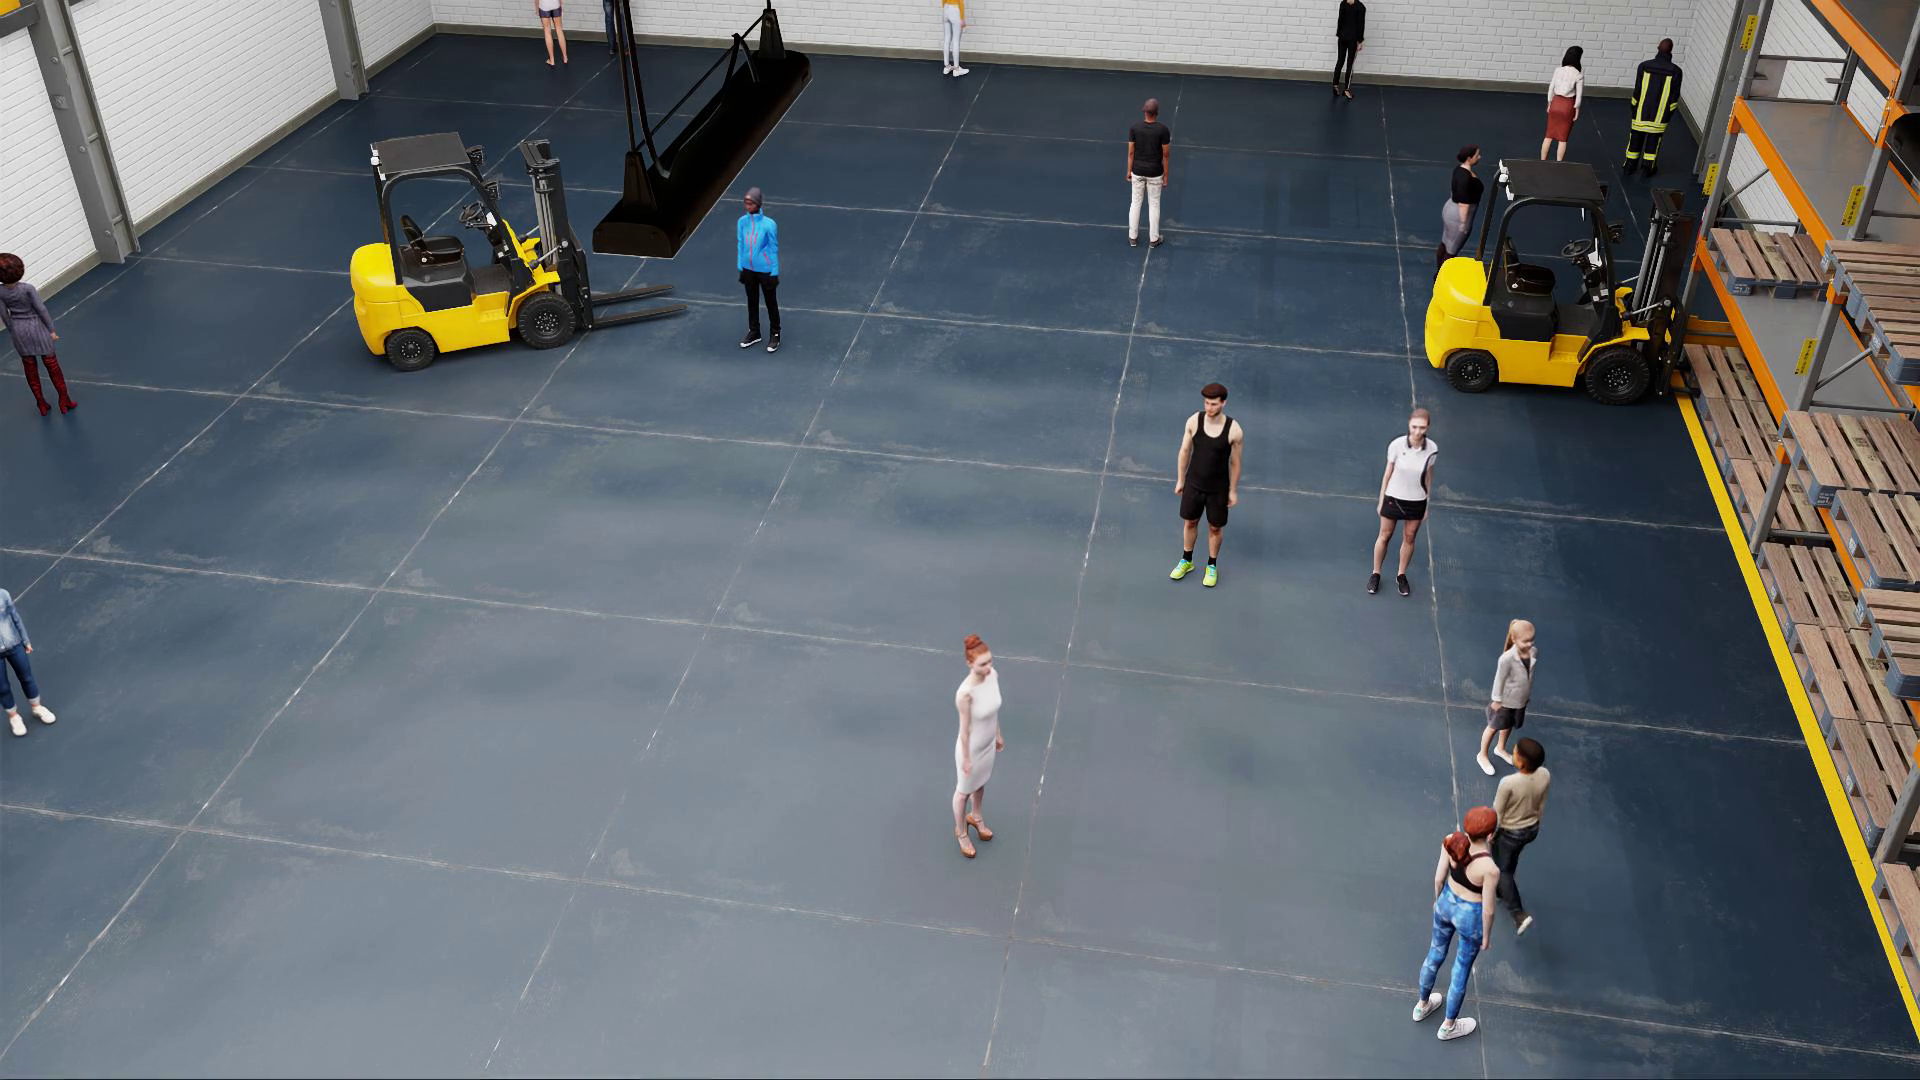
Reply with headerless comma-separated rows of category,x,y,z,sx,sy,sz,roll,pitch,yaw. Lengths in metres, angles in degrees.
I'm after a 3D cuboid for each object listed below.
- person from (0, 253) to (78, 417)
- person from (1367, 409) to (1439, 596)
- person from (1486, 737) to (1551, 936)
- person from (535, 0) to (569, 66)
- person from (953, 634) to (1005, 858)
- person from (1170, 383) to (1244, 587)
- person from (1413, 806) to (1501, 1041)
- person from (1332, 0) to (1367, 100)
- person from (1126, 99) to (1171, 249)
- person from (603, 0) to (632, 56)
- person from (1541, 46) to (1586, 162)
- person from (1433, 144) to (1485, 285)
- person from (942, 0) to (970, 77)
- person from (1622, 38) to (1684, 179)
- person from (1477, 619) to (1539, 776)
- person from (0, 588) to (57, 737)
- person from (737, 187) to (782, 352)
person,-9.220,-2.039,16.501,0.637,1.711,0.607,-4,34,-6
person,3.717,-0.323,13.884,0.573,1.750,0.529,4,34,6
person,3.634,1.924,10.779,0.822,1.444,0.978,-10,35,-15
person,-6.392,-8.290,25.888,0.691,1.729,0.735,-18,38,-25
person,0.107,1.395,11.263,0.701,1.791,0.570,23,40,30
person,2.089,-0.482,13.996,0.735,1.890,0.636,13,36,18
person,2.991,2.274,9.945,0.748,1.785,0.689,-22,40,-30
person,5.731,-7.370,24.525,0.705,1.706,0.726,29,43,36
person,2.245,-4.406,19.978,0.683,1.804,0.594,9,35,13
person,-5.493,-8.630,26.285,0.683,1.856,0.592,9,35,13
person,7.914,-5.618,21.850,0.679,1.750,0.692,27,42,35
person,5.633,-3.643,18.869,0.734,1.760,0.569,3,34,4
person,-0.121,-8.007,25.443,0.731,1.751,0.690,-27,42,-35
person,9.136,-5.710,21.923,0.836,1.822,0.807,18,38,25
person,4.014,1.123,12.136,0.601,1.276,0.649,-15,36,-21
person,-7.184,0.799,12.444,0.692,1.474,0.596,29,43,36
person,-2.130,-2.888,17.703,0.650,1.794,0.586,11,35,16
